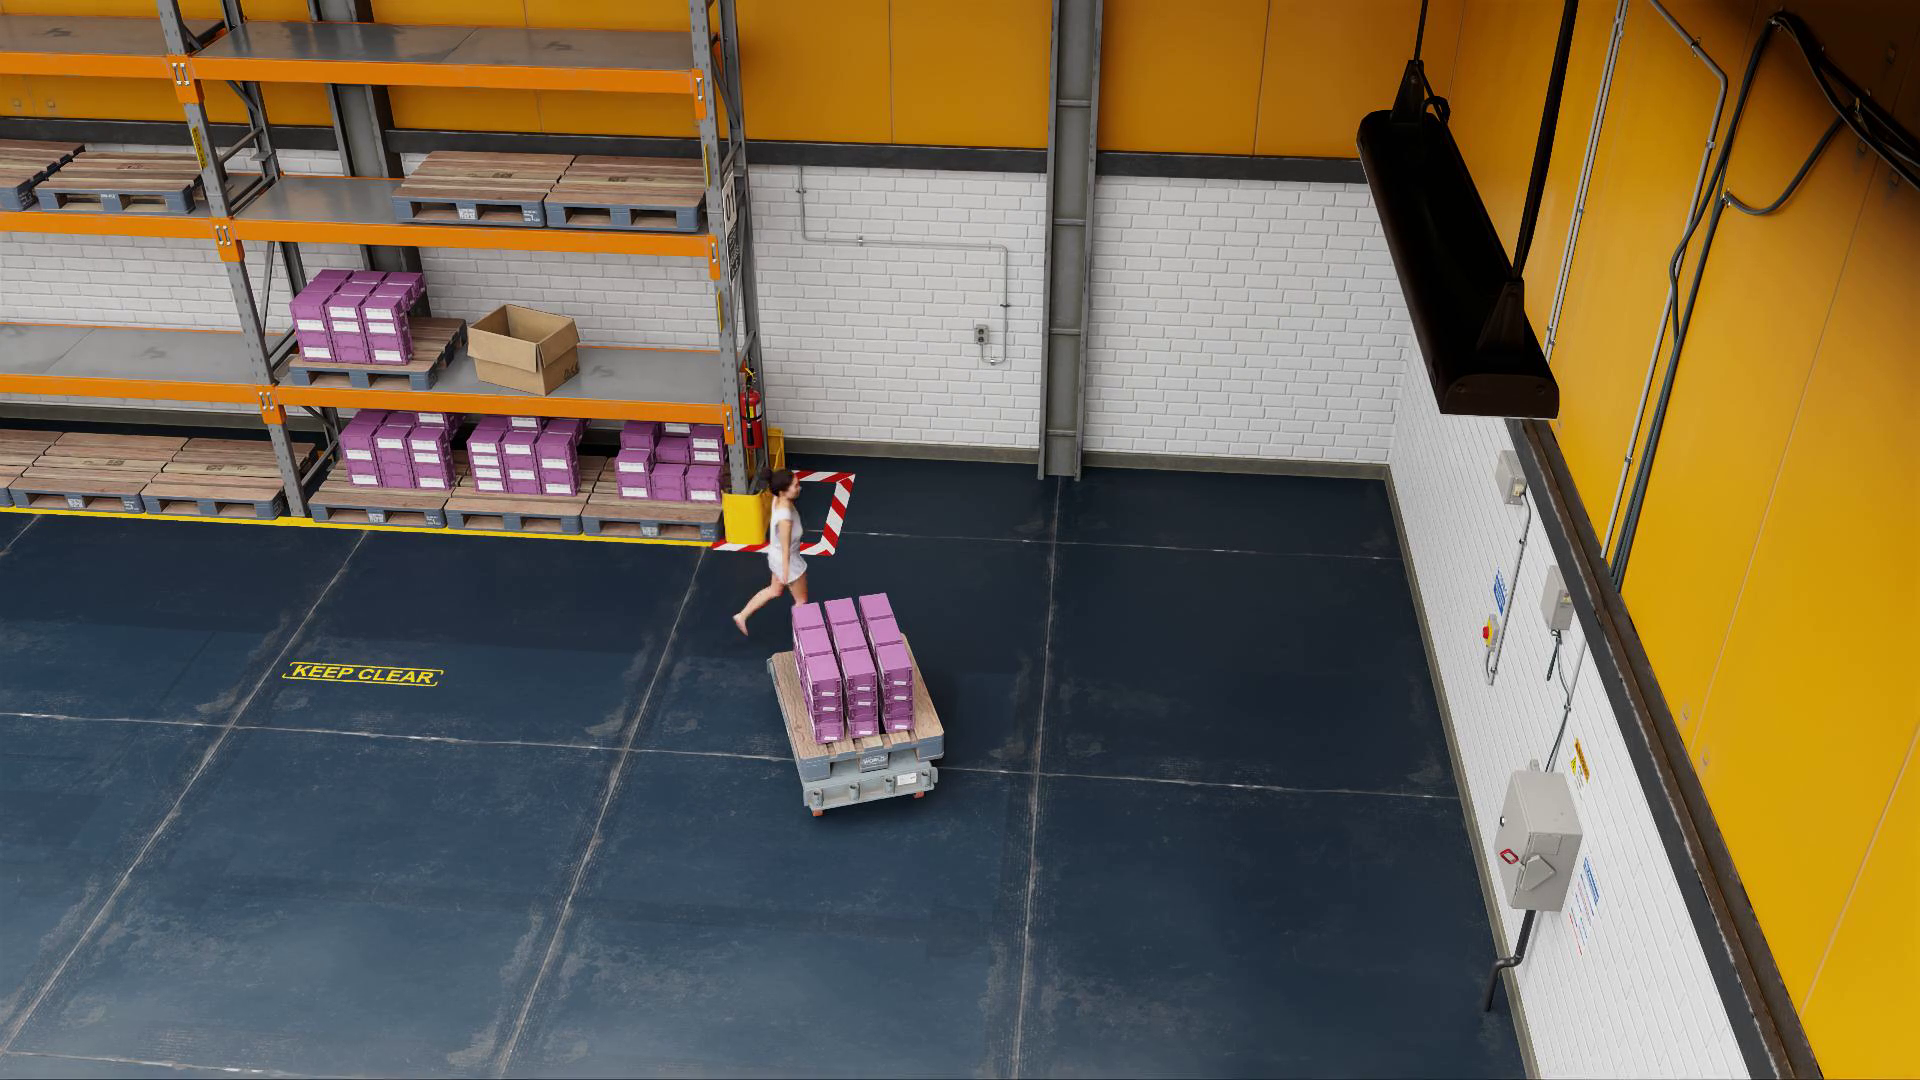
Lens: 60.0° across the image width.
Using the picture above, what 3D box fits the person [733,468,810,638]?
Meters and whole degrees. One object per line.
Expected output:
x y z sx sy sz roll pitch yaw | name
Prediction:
-1.411 0.153 12.754 1.026 1.597 0.774 -8 34 -12 | person
